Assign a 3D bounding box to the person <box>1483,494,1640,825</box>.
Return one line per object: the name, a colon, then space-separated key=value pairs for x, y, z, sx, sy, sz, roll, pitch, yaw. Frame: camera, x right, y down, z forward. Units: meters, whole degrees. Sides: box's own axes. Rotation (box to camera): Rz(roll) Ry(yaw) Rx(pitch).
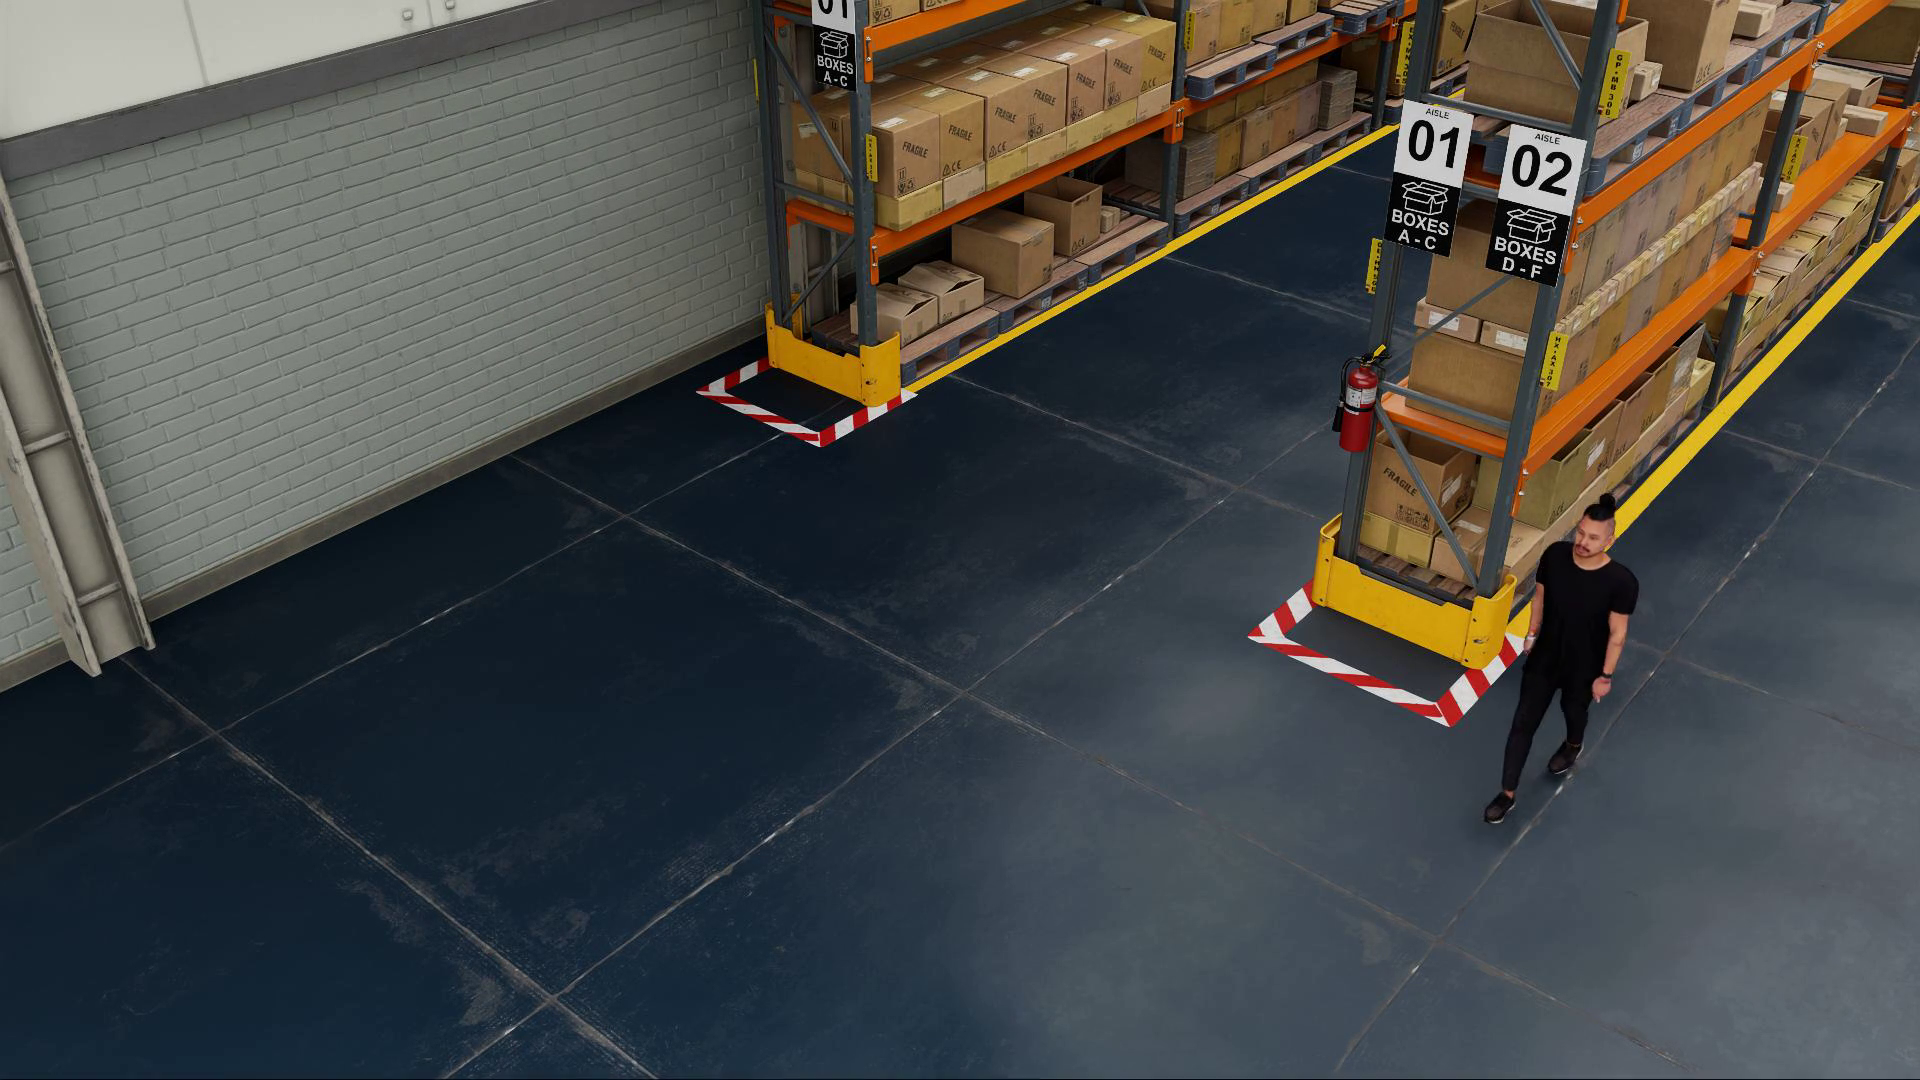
person: x=3.159 y=0.561 z=8.509 sx=0.730 sy=1.823 sz=1.154 roll=28 pitch=42 yaw=36
